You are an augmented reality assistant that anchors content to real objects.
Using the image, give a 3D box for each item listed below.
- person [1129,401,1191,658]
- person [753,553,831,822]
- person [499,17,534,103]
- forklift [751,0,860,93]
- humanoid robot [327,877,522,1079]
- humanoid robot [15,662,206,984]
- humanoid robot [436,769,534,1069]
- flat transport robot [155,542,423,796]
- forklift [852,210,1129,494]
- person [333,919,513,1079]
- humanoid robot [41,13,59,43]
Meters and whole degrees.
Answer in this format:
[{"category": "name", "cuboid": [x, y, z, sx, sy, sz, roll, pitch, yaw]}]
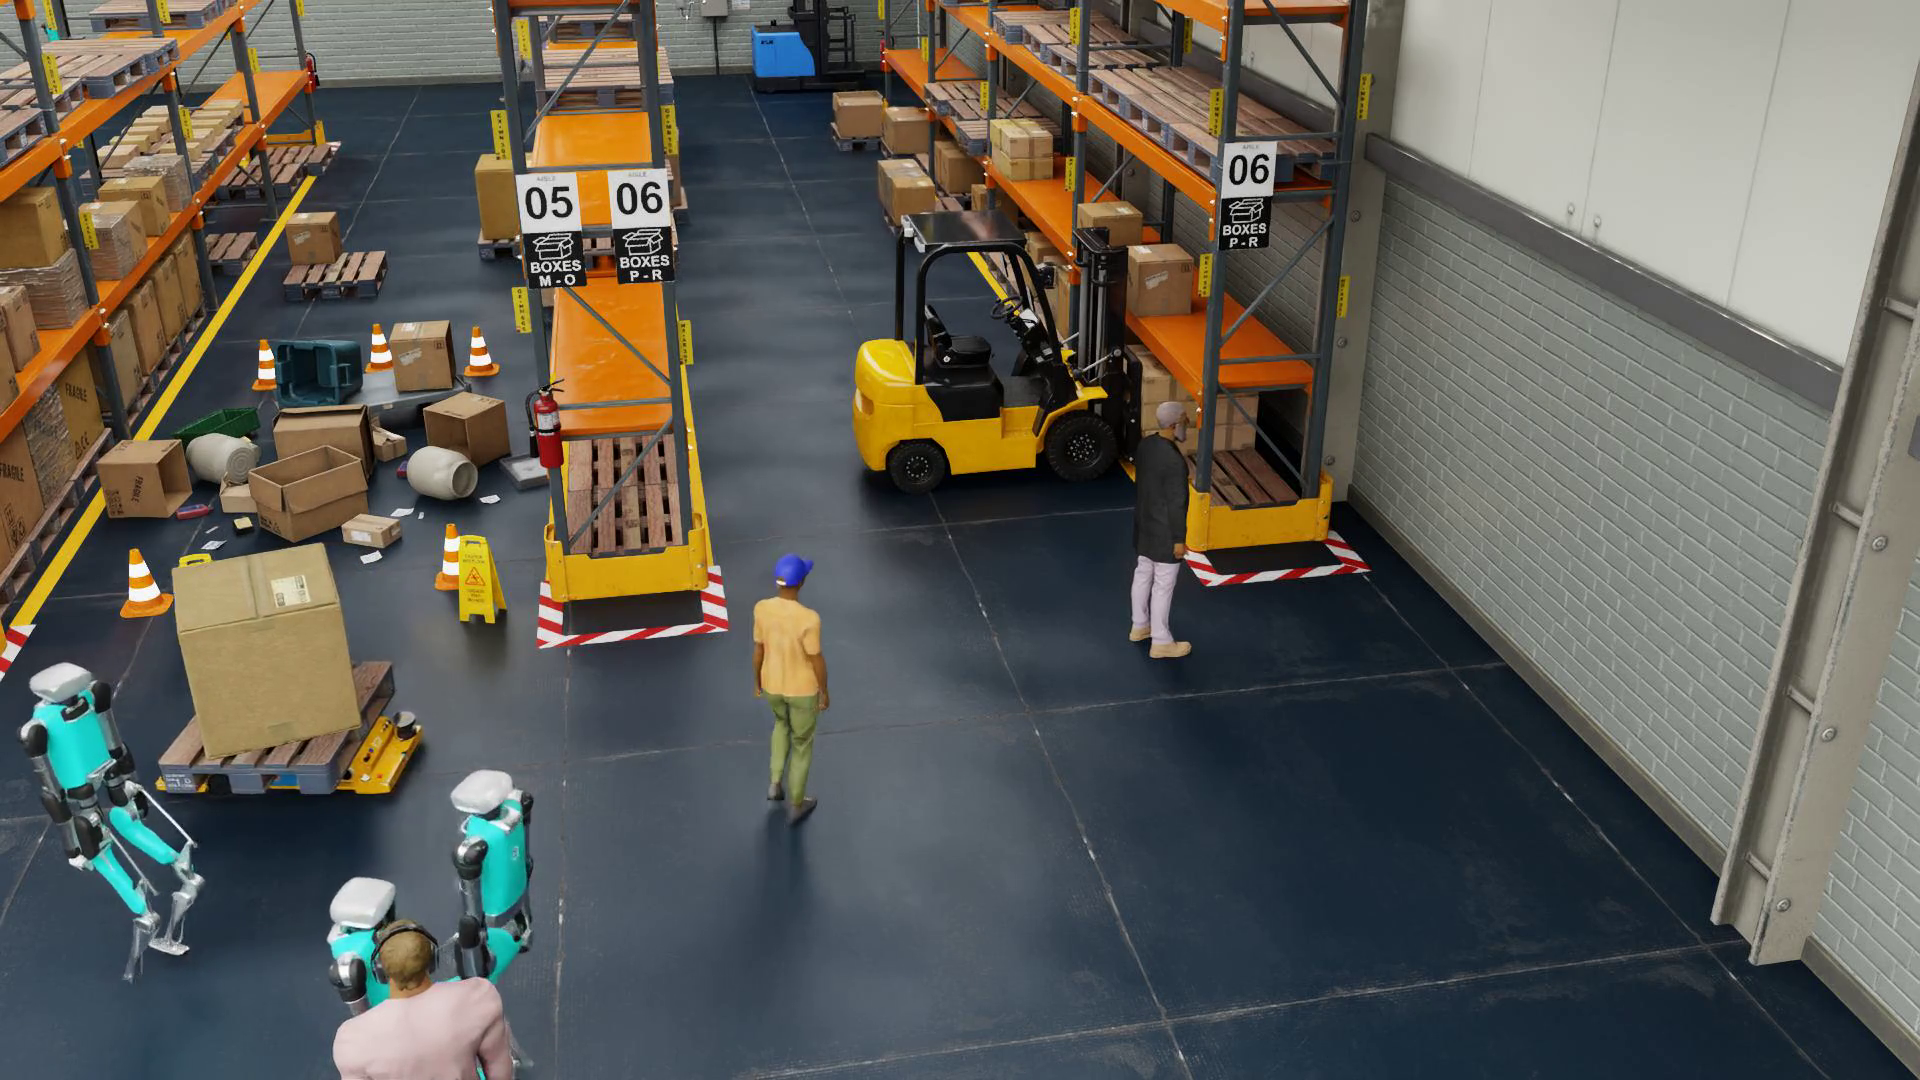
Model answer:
[{"category": "person", "cuboid": [1.387, -0.081, 11.464, 0.401, 1.854, 0.548, -11, 28, -21]}, {"category": "person", "cuboid": [-0.971, 0.852, 9.689, 0.475, 1.707, 0.399, 10, 27, 20]}, {"category": "person", "cuboid": [-7.644, -8.584, 29.319, 1.031, 1.743, 0.542, -10, 28, -21]}, {"category": "forklift", "cuboid": [-2.872, -9.679, 30.288, 1.873, 2.768, 1.129, -5, 26, -10]}, {"category": "humanoid robot", "cuboid": [-2.092, 2.169, 6.919, 0.812, 1.780, 0.532, -1, 26, -2]}, {"category": "humanoid robot", "cuboid": [-4.162, 1.466, 8.389, 0.717, 1.800, 0.532, 7, 27, 14]}, {"category": "humanoid robot", "cuboid": [-2.271, 1.831, 7.628, 0.691, 1.798, 0.552, 7, 26, 13]}, {"category": "flat transport robot", "cuboid": [-4.171, 1.323, 10.373, 1.431, 0.231, 0.659, 0, 26, 1]}, {"category": "forklift", "cuboid": [0.216, -1.659, 14.366, 2.313, 2.155, 1.214, -5, 26, -10]}, {"category": "person", "cuboid": [-2.034, 2.276, 6.464, 0.629, 1.940, 0.373, -15, 30, -28]}, {"category": "humanoid robot", "cuboid": [-15.009, -8.085, 28.273, 0.539, 1.787, 0.781, 13, 29, 25]}]
